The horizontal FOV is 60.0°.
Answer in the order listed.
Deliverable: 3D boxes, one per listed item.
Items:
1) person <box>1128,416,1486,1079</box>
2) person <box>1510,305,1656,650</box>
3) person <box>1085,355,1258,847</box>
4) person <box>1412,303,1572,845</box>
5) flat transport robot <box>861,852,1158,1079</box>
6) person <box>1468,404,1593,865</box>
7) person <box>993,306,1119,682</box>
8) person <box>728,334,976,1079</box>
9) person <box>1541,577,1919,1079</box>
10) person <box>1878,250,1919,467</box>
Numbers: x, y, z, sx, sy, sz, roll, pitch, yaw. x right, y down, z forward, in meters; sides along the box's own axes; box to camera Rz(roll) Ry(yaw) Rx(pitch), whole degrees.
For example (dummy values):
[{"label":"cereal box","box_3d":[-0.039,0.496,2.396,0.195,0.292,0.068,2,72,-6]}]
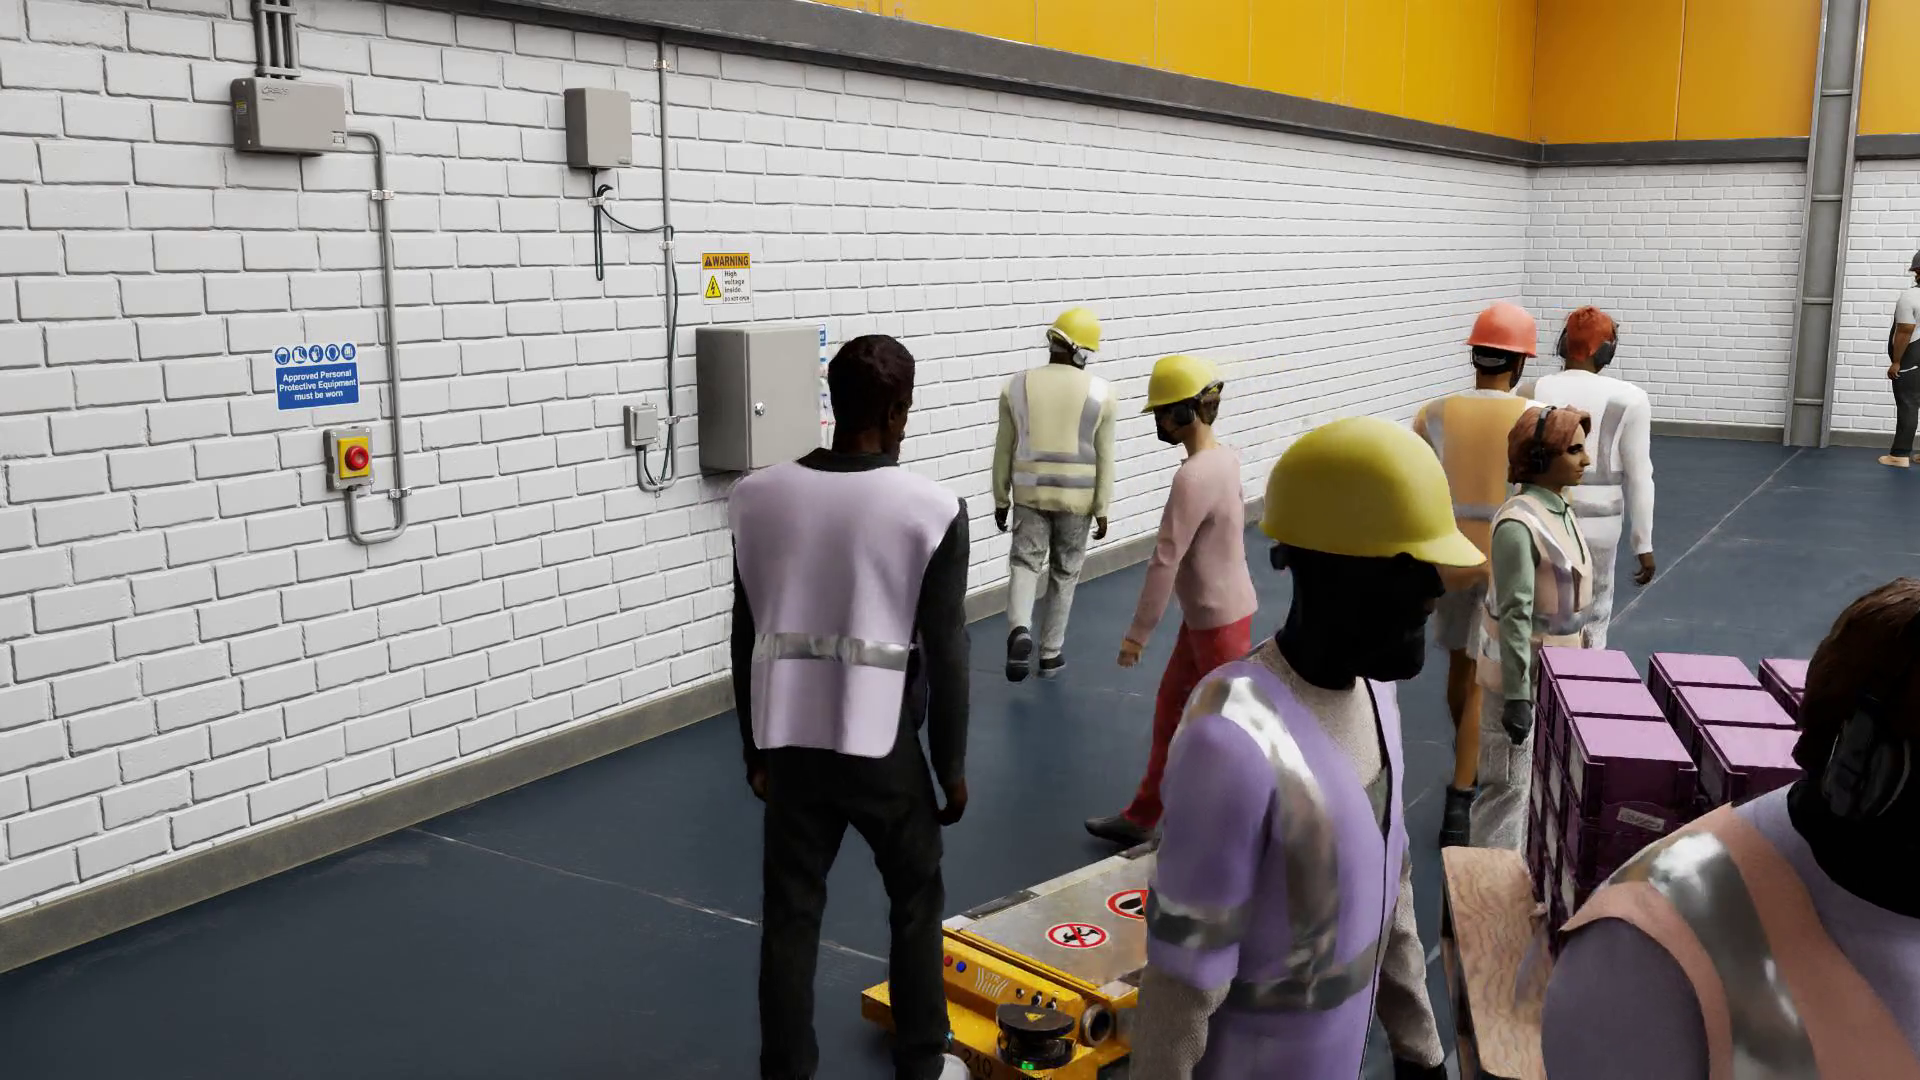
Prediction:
[{"label":"person","box_3d":[0.486,0.751,2.396,1.018,1.868,0.608,5,12,28]},{"label":"person","box_3d":[2.461,-0.022,6.744,0.647,1.848,0.871,6,12,30]},{"label":"person","box_3d":[0.731,0.262,5.471,0.819,1.714,0.552,3,11,18]},{"label":"person","box_3d":[1.904,0.095,6.011,0.548,1.883,0.995,7,12,35]},{"label":"flat transport robot","box_3d":[0.475,1.137,4.670,1.431,0.197,0.652,-10,14,-43]},{"label":"person","box_3d":[1.648,0.427,4.808,0.311,1.642,0.513,6,12,31]},{"label":"person","box_3d":[0.438,-0.190,7.820,0.595,1.799,0.675,2,10,12]},{"label":"person","box_3d":[-0.255,0.476,3.876,0.589,1.888,0.586,3,11,15]},{"label":"person","box_3d":[0.885,0.924,1.626,0.624,1.790,0.911,-2,10,-10]},{"label":"person","box_3d":[8.924,-1.704,15.509,0.681,2.000,0.538,-3,11,-14]}]
